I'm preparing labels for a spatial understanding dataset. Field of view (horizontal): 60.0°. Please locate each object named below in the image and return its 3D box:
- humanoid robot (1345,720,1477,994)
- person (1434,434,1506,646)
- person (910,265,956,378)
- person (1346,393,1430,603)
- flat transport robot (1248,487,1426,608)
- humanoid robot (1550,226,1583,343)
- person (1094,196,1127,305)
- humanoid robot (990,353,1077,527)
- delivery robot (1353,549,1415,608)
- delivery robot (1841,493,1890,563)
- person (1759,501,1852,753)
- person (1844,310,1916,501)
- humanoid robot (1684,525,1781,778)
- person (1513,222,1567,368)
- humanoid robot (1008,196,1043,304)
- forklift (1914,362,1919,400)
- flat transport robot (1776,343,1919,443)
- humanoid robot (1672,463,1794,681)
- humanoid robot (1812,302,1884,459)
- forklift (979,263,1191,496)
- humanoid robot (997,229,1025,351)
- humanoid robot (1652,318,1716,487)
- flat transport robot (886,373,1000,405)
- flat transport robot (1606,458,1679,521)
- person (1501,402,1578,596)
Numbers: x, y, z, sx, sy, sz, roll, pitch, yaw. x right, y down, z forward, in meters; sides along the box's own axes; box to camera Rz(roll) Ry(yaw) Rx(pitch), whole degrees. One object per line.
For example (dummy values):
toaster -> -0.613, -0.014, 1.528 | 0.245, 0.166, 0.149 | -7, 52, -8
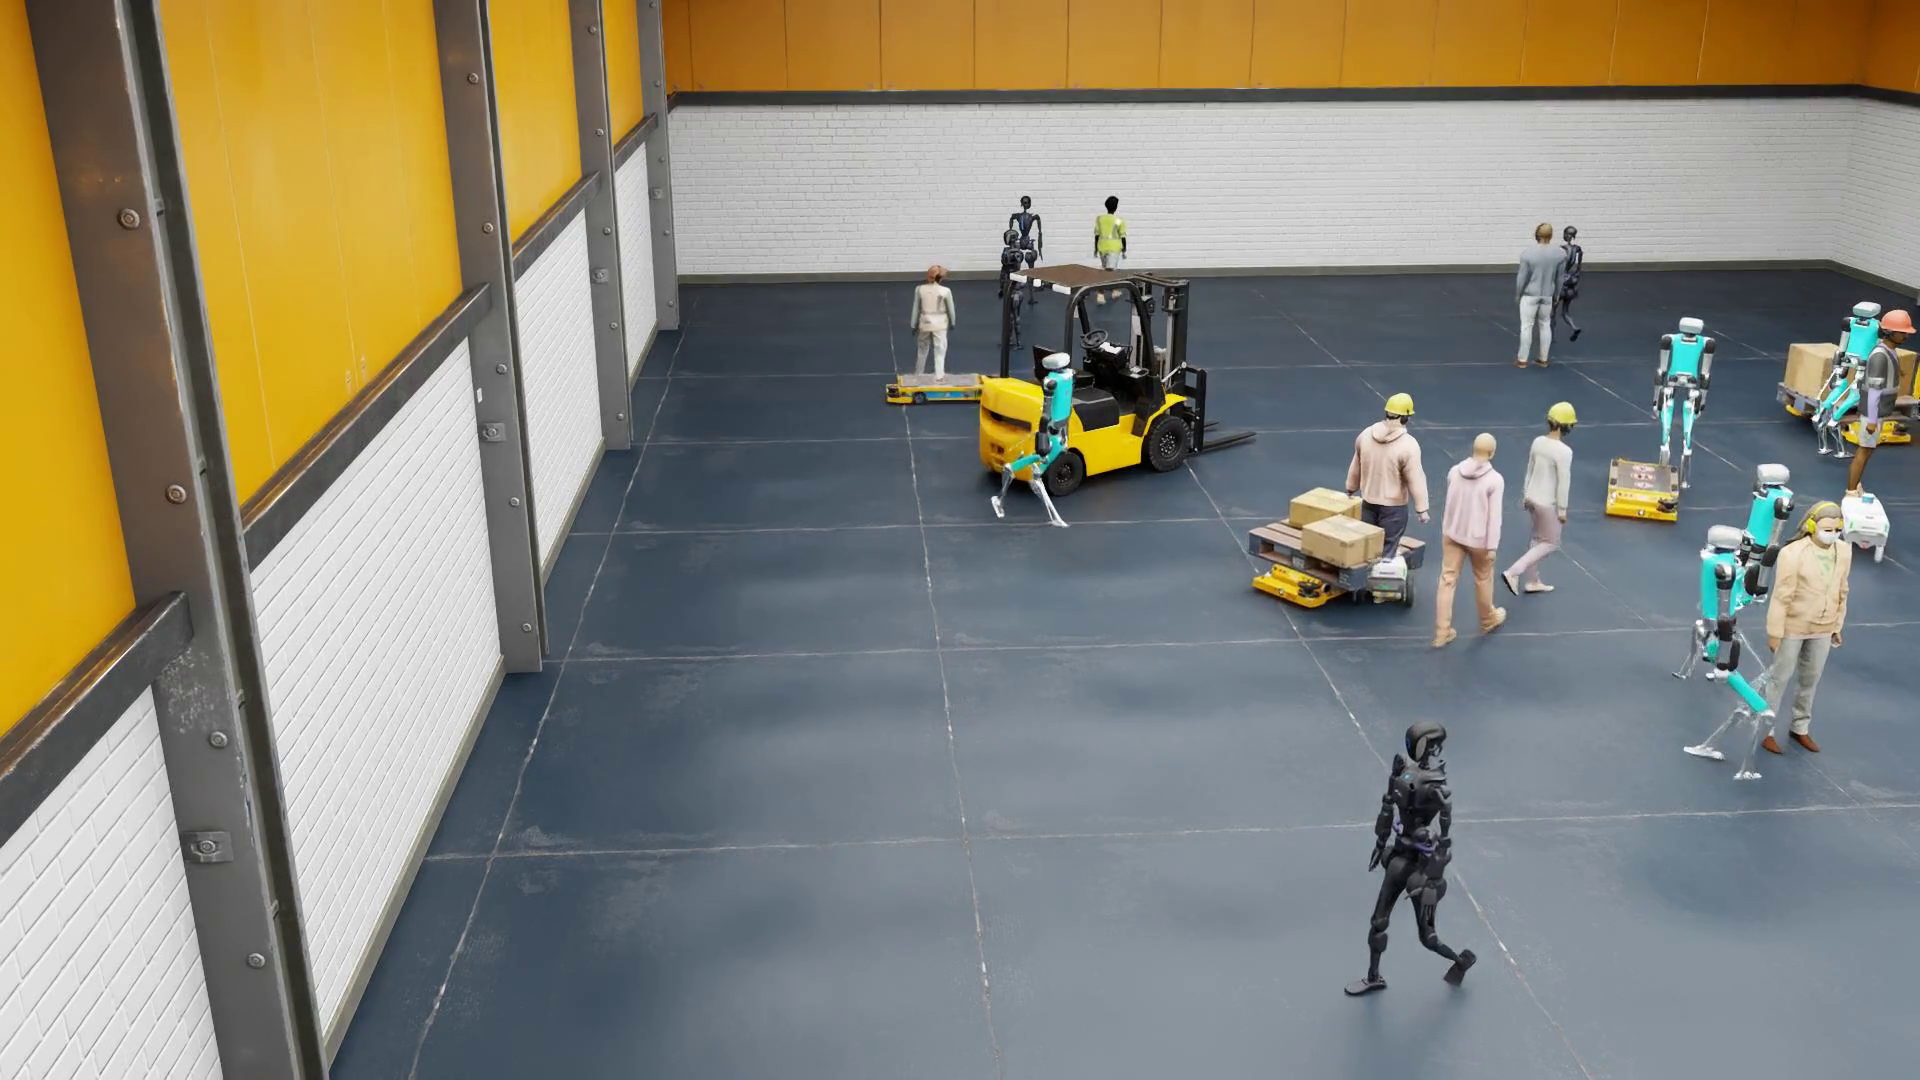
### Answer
humanoid robot -> 2.493, 1.721, 8.966 | 0.733, 1.654, 0.589 | -8, 21, -20
person -> 4.210, -0.035, 13.563 | 0.543, 1.742, 0.869 | 17, 26, 39
person -> -0.358, -2.674, 20.983 | 0.611, 1.604, 0.713 | 7, 21, 19
person -> 3.645, -0.353, 14.292 | 0.434, 1.853, 0.823 | -17, 26, -39
flat transport robot -> 3.348, 0.271, 14.889 | 1.431, 0.231, 0.659 | -15, 25, -36
humanoid robot -> 8.478, -3.550, 23.277 | 0.615, 1.642, 0.530 | -8, 22, -21
person -> 2.336, -4.530, 25.947 | 0.536, 1.653, 0.879 | 14, 24, 34
humanoid robot -> 0.646, -0.998, 16.238 | 0.971, 1.765, 0.545 | 12, 23, 30
delivery robot -> 3.687, 0.246, 14.534 | 0.499, 0.589, 0.790 | 2, 20, 6
delivery robot -> 8.474, -0.142, 15.613 | 0.499, 0.603, 0.807 | 8, 21, 20
person -> 5.916, 0.603, 11.679 | 0.565, 1.868, 0.392 | -3, 20, -9
person -> 9.154, -1.284, 16.556 | 0.386, 2.041, 0.613 | 13, 24, 32
humanoid robot -> 5.390, 0.781, 11.401 | 0.798, 1.792, 0.530 | 4, 21, 11
person -> 7.648, -3.230, 22.019 | 0.636, 1.936, 0.390 | -2, 20, -6
humanoid robot -> 1.002, -4.519, 25.877 | 0.599, 1.657, 0.315 | 8, 21, 20
forklift -> 12.602, -2.435, 19.475 | 2.313, 2.155, 1.214 | -1, 20, -4
flat transport robot -> 10.394, -1.419, 19.494 | 0.659, 0.231, 1.431 | -2, 20, -5
humanoid robot -> 5.841, 0.332, 12.753 | 0.773, 1.894, 0.545 | 2, 20, 5
humanoid robot -> 9.509, -1.701, 17.933 | 0.735, 1.681, 0.533 | -10, 23, -26
forklift -> 1.315, -1.764, 17.646 | 2.313, 2.155, 1.214 | -14, 24, -33
humanoid robot -> 0.717, -3.465, 23.004 | 0.315, 1.657, 0.599 | -8, 22, -20
humanoid robot -> 7.452, -1.358, 17.214 | 0.537, 1.816, 0.664 | 7, 21, 17
flat transport robot -> -0.201, -1.888, 20.770 | 1.431, 0.231, 0.659 | -1, 20, -3
flat transport robot -> 7.001, -0.525, 17.058 | 0.659, 0.231, 1.431 | 8, 22, 20
person -> 4.997, -0.327, 14.349 | 0.554, 1.748, 0.545 | -4, 21, -11
